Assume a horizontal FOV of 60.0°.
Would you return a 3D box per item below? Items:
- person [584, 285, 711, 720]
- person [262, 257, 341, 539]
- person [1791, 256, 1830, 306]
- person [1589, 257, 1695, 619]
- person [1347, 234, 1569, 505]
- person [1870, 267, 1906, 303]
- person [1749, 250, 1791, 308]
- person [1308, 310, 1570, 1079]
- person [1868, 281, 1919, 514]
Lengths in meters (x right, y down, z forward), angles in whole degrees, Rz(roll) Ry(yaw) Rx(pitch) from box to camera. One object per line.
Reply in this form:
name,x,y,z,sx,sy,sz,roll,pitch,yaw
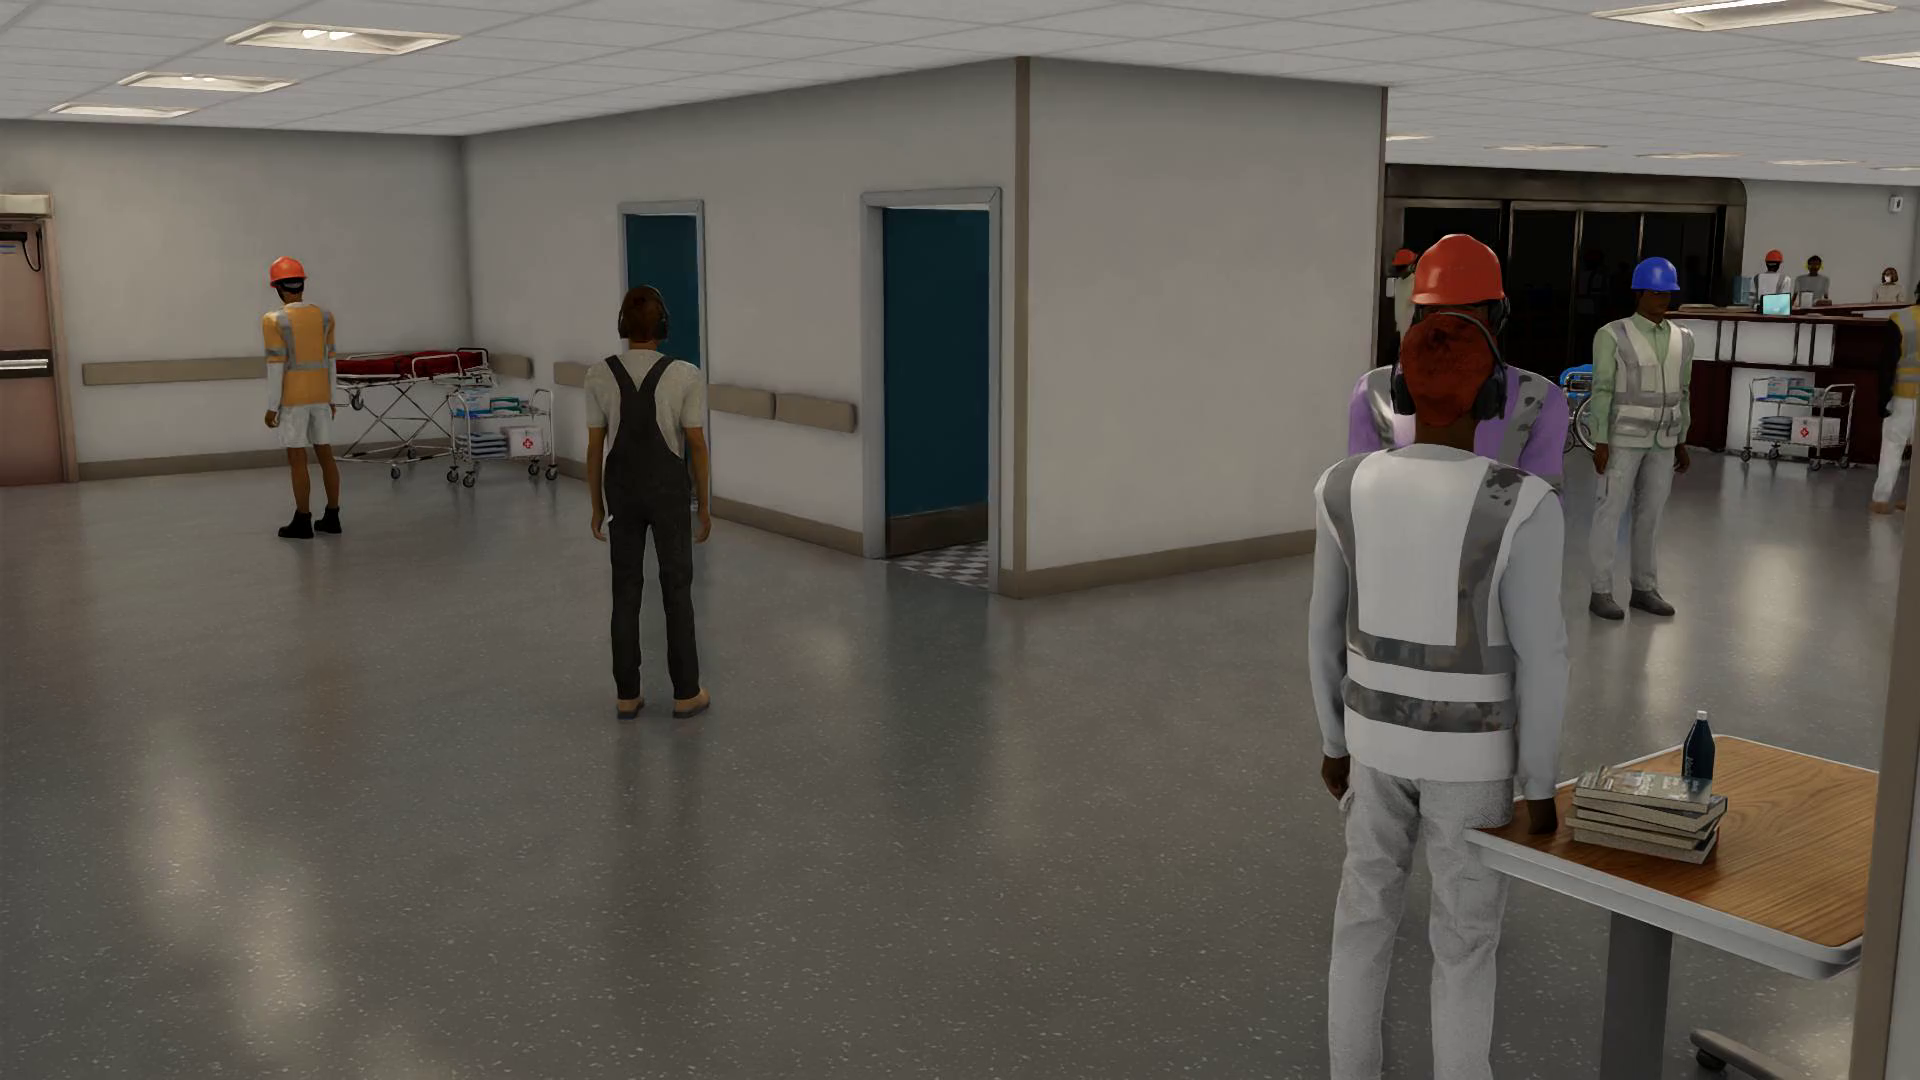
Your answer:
person,-1.320,-0.150,7.069,0.517,1.843,0.325,0,10,0
person,-4.546,-0.972,11.446,0.374,1.928,0.542,6,12,32
person,13.139,-3.478,25.796,0.540,1.822,0.962,7,12,34
person,3.685,-0.548,9.013,0.605,1.948,0.384,-3,10,-15
person,1.358,0.177,4.682,0.605,2.045,0.378,4,11,23
person,15.044,-3.605,27.024,0.500,1.633,0.281,9,14,42
person,11.677,-3.216,24.022,0.546,1.929,0.387,9,14,42
person,1.015,0.457,3.566,0.574,1.884,0.356,10,14,43
person,7.182,-1.091,12.470,0.647,1.805,0.529,2,10,9
